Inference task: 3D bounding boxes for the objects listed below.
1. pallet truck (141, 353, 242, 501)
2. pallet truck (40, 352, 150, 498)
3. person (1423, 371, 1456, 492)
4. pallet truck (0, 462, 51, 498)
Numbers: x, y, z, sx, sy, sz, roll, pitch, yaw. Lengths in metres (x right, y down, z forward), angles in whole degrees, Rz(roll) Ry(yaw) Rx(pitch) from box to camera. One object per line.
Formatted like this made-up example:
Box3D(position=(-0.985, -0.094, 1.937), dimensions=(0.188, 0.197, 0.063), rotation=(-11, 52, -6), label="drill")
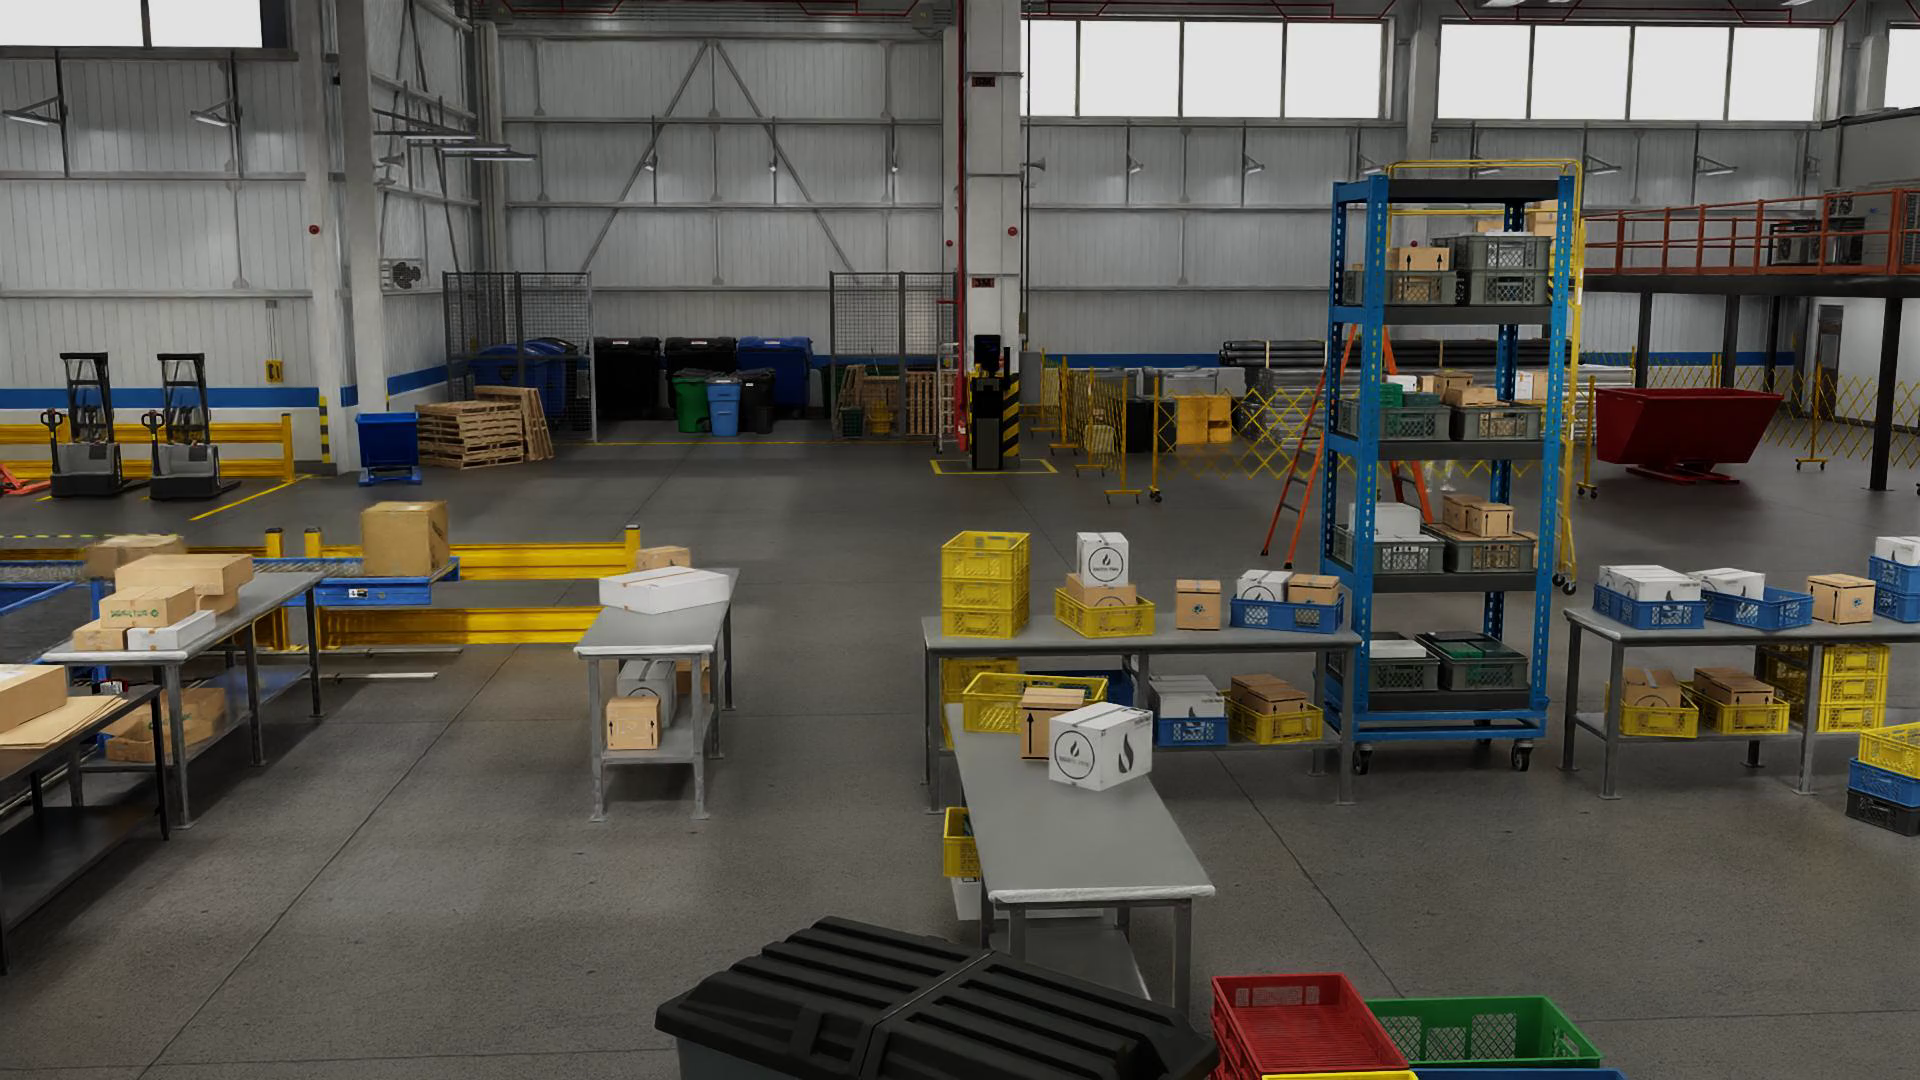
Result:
Box3D(position=(-10.520, -1.604, 22.925), dimensions=(0.823, 1.965, 1.885), rotation=(-1, 9, -6), label="pallet truck")
Box3D(position=(-11.907, -1.642, 23.165), dimensions=(0.823, 1.965, 1.885), rotation=(0, 9, 0), label="pallet truck")
Box3D(position=(6.721, -1.521, 23.337), dimensions=(0.566, 1.703, 0.389), rotation=(1, 9, 9), label="person")
Box3D(position=(-13.193, -1.293, 23.148), dimensions=(0.653, 1.274, 1.630), rotation=(-1, 9, -4), label="pallet truck")
